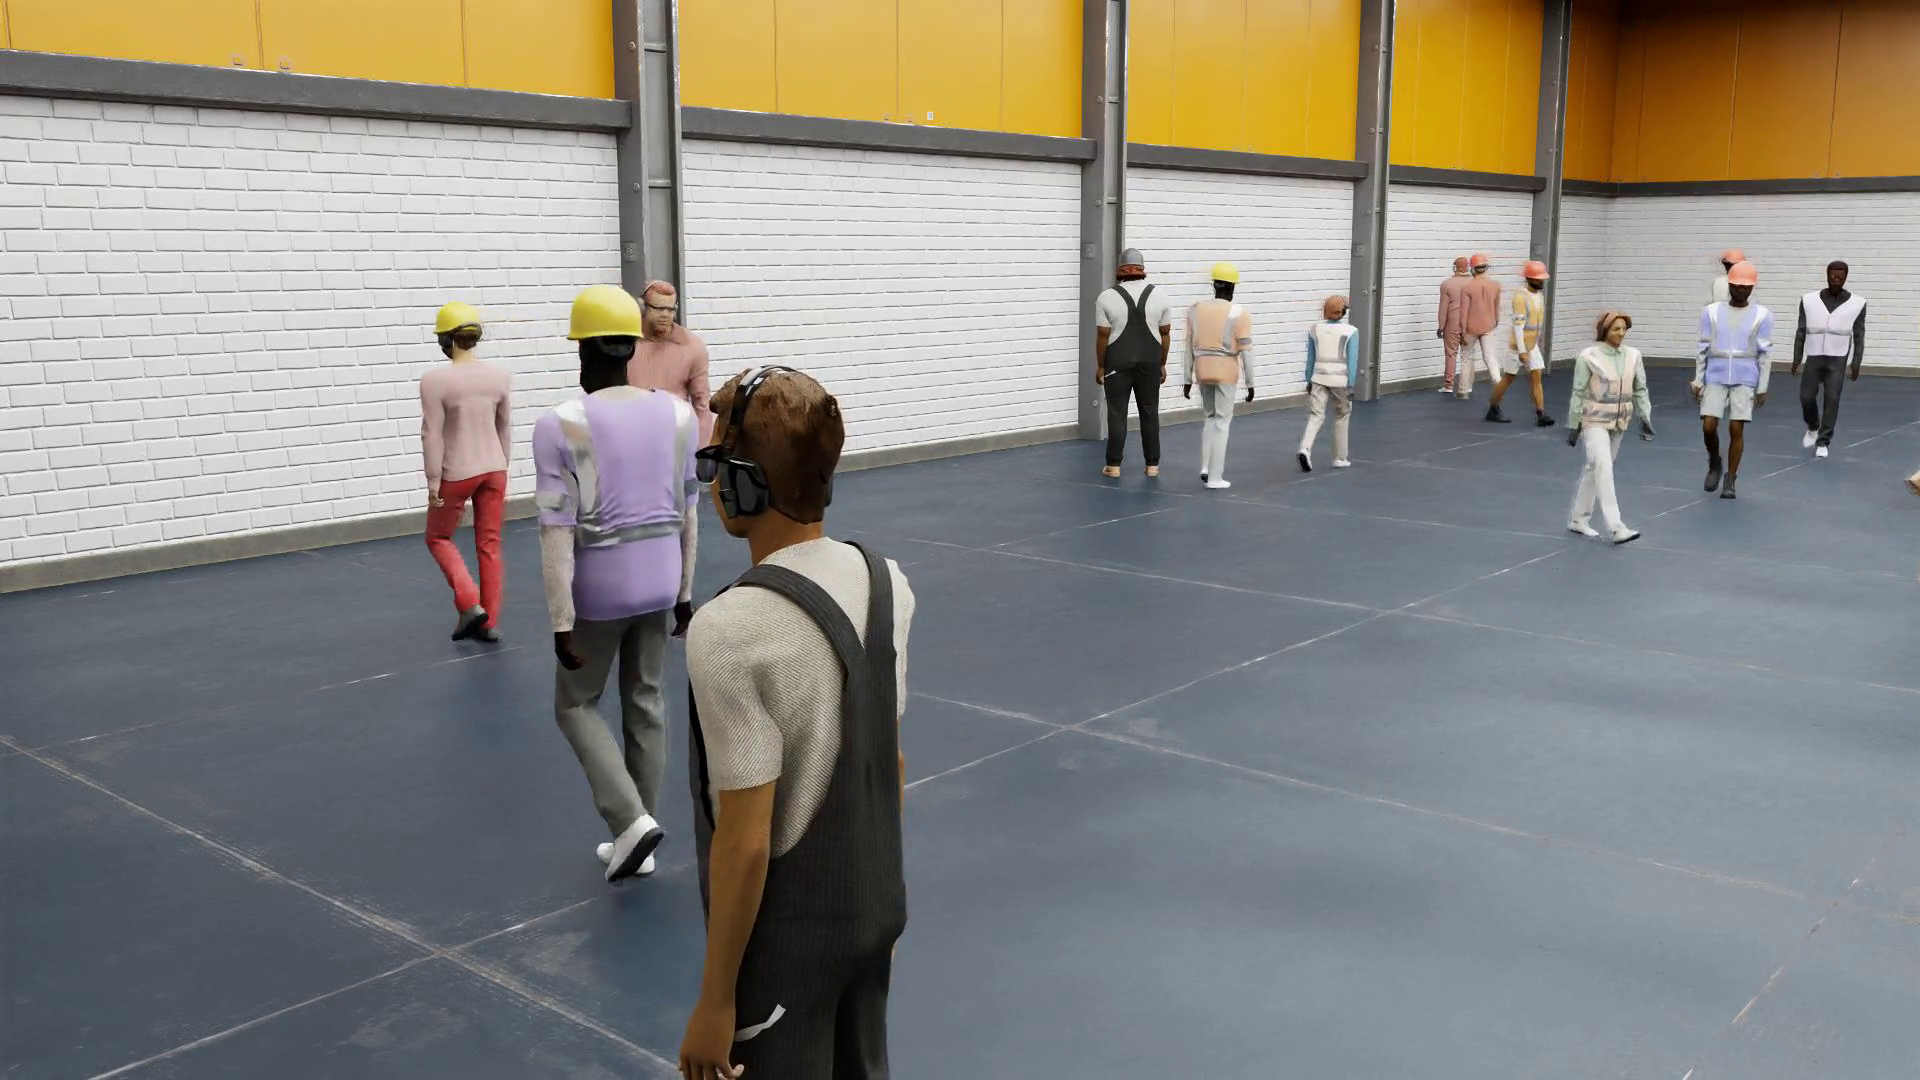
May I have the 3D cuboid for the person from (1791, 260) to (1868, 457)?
[{"bbox_3d":[8.458,-1.765,16.210,0.627,1.903,0.474,6,12,32],"label":"person"}]

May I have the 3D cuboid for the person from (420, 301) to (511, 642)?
[{"bbox_3d":[-2.521,-0.335,8.504,0.365,1.752,0.538,9,14,42],"label":"person"}]

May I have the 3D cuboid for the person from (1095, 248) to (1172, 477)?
[{"bbox_3d":[1.514,-1.582,14.791,0.674,2.000,0.535,-1,10,-5],"label":"person"}]

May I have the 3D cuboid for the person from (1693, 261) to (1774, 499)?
[{"bbox_3d":[6.236,-1.285,13.440,0.561,1.918,0.402,5,11,28],"label":"person"}]

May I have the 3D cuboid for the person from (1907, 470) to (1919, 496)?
[{"bbox_3d":[7.780,-1.119,12.817,0.537,1.813,0.645,0,10,2],"label":"person"}]

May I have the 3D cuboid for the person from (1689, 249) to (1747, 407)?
[{"bbox_3d":[9.641,-2.666,21.024,0.803,2.020,0.618,-2,10,-11],"label":"person"}]

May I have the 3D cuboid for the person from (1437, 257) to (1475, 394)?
[{"bbox_3d":[6.955,-2.987,23.185,0.639,1.903,0.409,-1,10,-5],"label":"person"}]

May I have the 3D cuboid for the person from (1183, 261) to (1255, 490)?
[{"bbox_3d":[2.204,-1.377,13.991,0.607,1.905,0.514,7,12,36],"label":"person"}]

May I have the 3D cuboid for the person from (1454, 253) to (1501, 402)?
[{"bbox_3d":[6.895,-2.809,21.998,0.619,1.968,0.929,-2,10,-10],"label":"person"}]

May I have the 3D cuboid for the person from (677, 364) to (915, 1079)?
[{"bbox_3d":[-0.256,0.644,2.671,0.327,1.844,0.514,6,11,29],"label":"person"}]

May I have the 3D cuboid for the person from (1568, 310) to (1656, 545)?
[{"bbox_3d":[4.486,-0.767,11.422,0.515,1.594,0.835,-4,11,-20],"label":"person"}]

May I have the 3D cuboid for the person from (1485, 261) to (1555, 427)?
[{"bbox_3d":[6.440,-2.237,18.995,0.552,1.886,0.938,-6,12,-33],"label":"person"}]

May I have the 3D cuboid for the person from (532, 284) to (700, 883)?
[{"bbox_3d":[-1.059,0.160,5.237,0.595,1.912,0.470,-8,13,-39],"label":"person"}]

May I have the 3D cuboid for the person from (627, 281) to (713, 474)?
[{"bbox_3d":[-1.783,-0.588,9.741,0.653,1.828,1.031,-3,11,-18],"label":"person"}]

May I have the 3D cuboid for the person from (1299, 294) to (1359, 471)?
[{"bbox_3d":[3.351,-1.428,15.128,0.523,1.611,0.761,7,12,36],"label":"person"}]
